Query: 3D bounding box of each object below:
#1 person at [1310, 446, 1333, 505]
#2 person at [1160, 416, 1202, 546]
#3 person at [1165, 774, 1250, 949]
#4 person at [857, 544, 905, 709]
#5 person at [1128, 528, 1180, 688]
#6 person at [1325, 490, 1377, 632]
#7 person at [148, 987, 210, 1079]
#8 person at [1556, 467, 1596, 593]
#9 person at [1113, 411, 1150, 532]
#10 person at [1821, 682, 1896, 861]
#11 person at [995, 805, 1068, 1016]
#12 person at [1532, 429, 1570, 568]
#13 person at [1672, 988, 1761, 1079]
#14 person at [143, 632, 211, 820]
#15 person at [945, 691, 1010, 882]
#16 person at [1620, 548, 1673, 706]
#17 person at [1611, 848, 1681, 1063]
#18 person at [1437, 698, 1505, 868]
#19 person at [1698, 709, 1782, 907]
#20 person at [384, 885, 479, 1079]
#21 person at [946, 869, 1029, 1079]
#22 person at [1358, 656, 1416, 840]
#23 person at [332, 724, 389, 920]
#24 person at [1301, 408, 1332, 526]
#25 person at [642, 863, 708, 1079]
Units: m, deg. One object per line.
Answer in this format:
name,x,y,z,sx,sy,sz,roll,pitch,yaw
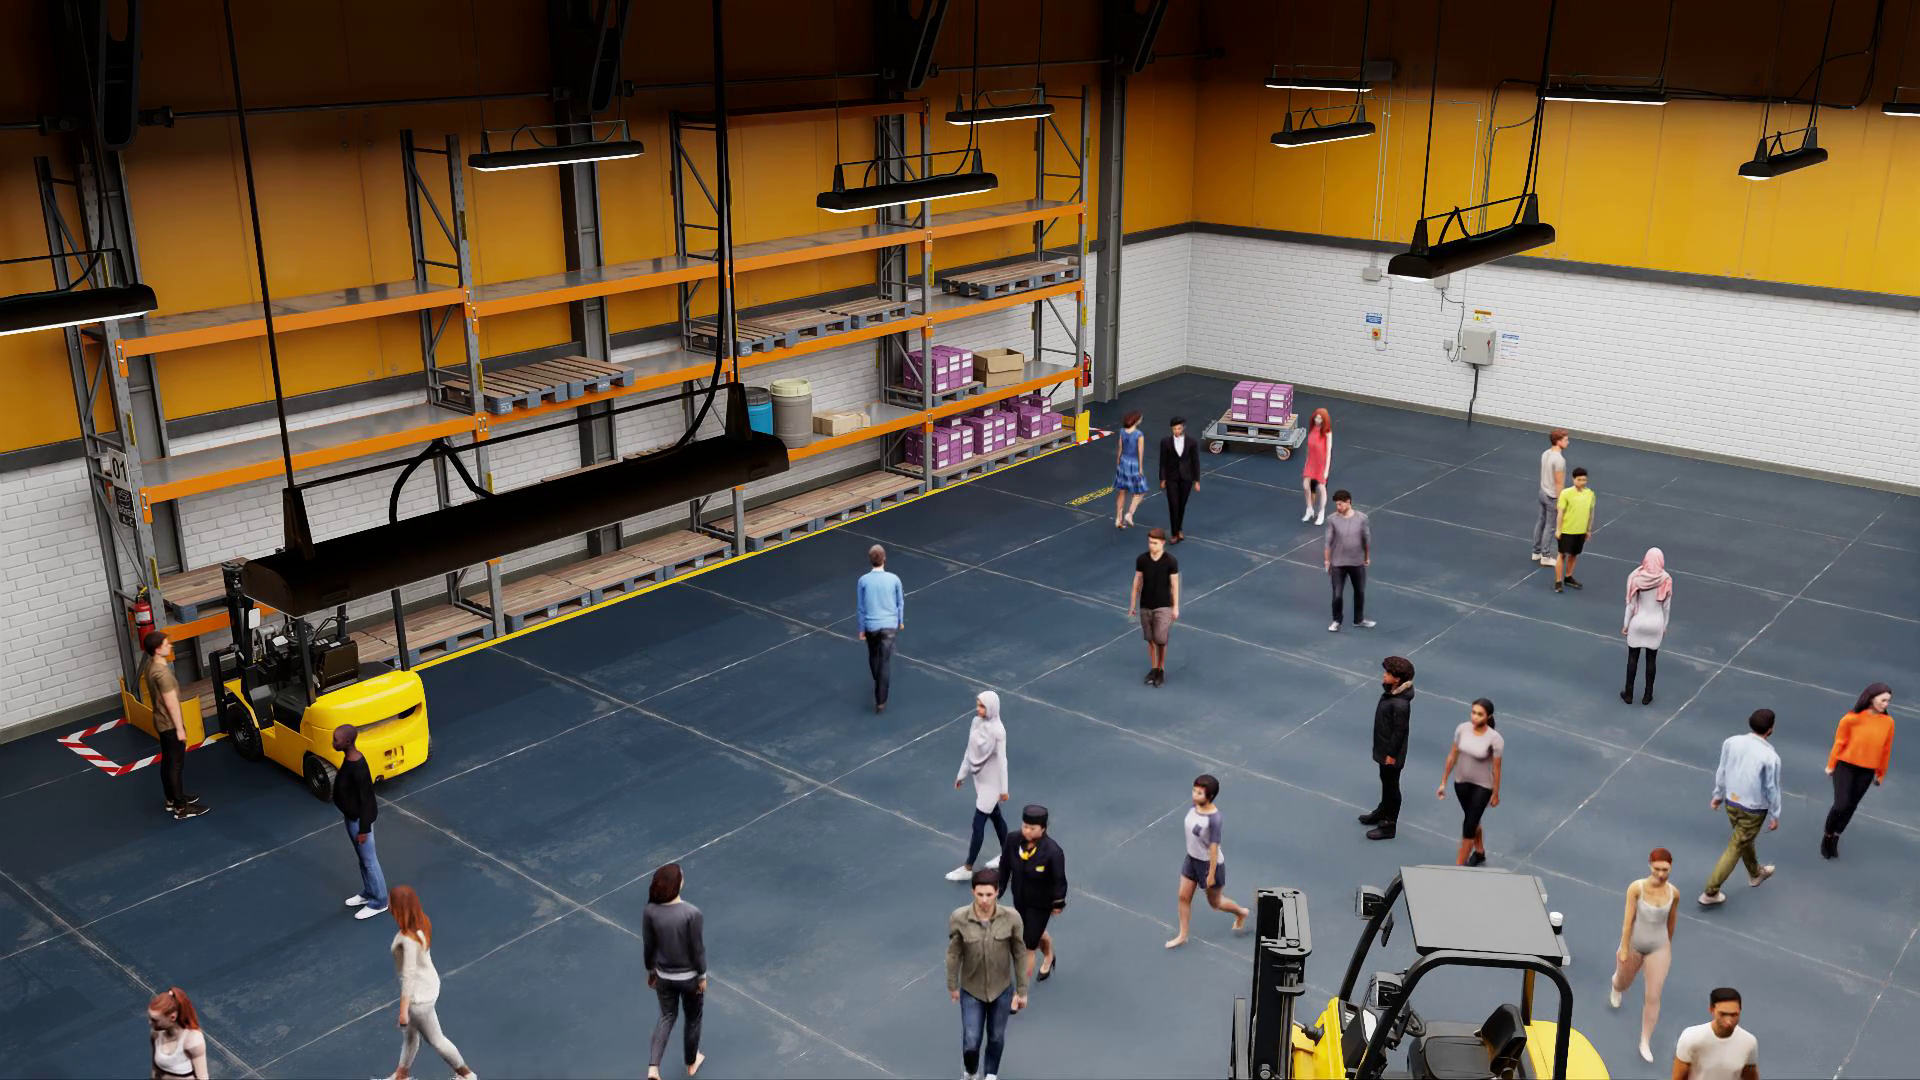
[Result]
person,5.496,-1.156,25.400,0.558,1.223,0.563,6,20,18
person,3.113,-0.894,23.644,1.020,1.848,1.104,0,19,-1
person,2.066,2.629,13.673,1.052,1.535,0.829,-8,20,-23
person,-0.874,0.974,18.211,1.086,1.775,1.248,1,19,4
person,2.268,0.719,18.851,0.755,1.851,0.703,10,21,27
person,4.765,0.249,20.304,0.928,1.814,0.926,-3,19,-9
person,-4.876,3.579,10.518,0.635,1.748,0.604,8,20,23
person,8.001,-0.167,21.734,0.829,1.689,0.887,-4,19,-13
person,2.421,-0.962,23.943,0.747,1.786,0.739,16,25,40
person,8.075,2.055,15.073,0.762,1.729,0.797,2,19,7
person,0.606,2.811,12.992,0.690,1.624,1.046,14,23,36
person,8.055,-0.596,22.688,0.791,1.893,0.742,-2,19,-7
person,4.701,3.562,10.534,1.061,1.771,1.141,-1,19,-3
person,-7.531,1.738,15.824,0.629,1.851,0.703,-14,23,-36
person,0.326,2.147,14.769,1.054,1.748,0.860,-8,20,-23
person,7.535,0.940,18.271,0.725,1.803,0.733,5,19,15
person,5.085,3.004,12.429,0.859,1.618,1.056,3,19,8
person,4.598,2.177,14.748,1.143,1.706,0.751,-15,24,-37
person,6.662,2.325,14.219,1.287,1.764,1.034,-8,20,-23
person,-3.736,3.200,11.746,1.081,1.684,0.979,-3,19,-10
person,0.192,3.103,11.765,0.811,1.854,0.870,-2,19,-5
person,4.005,1.906,15.436,0.798,1.780,0.720,1,19,2
person,-5.101,2.359,14.139,0.618,1.749,0.649,-12,22,-32
person,5.247,-1.070,24.254,0.697,1.793,0.655,-12,22,-32
person,-2.035,3.133,11.837,0.849,1.752,0.996,4,19,12
